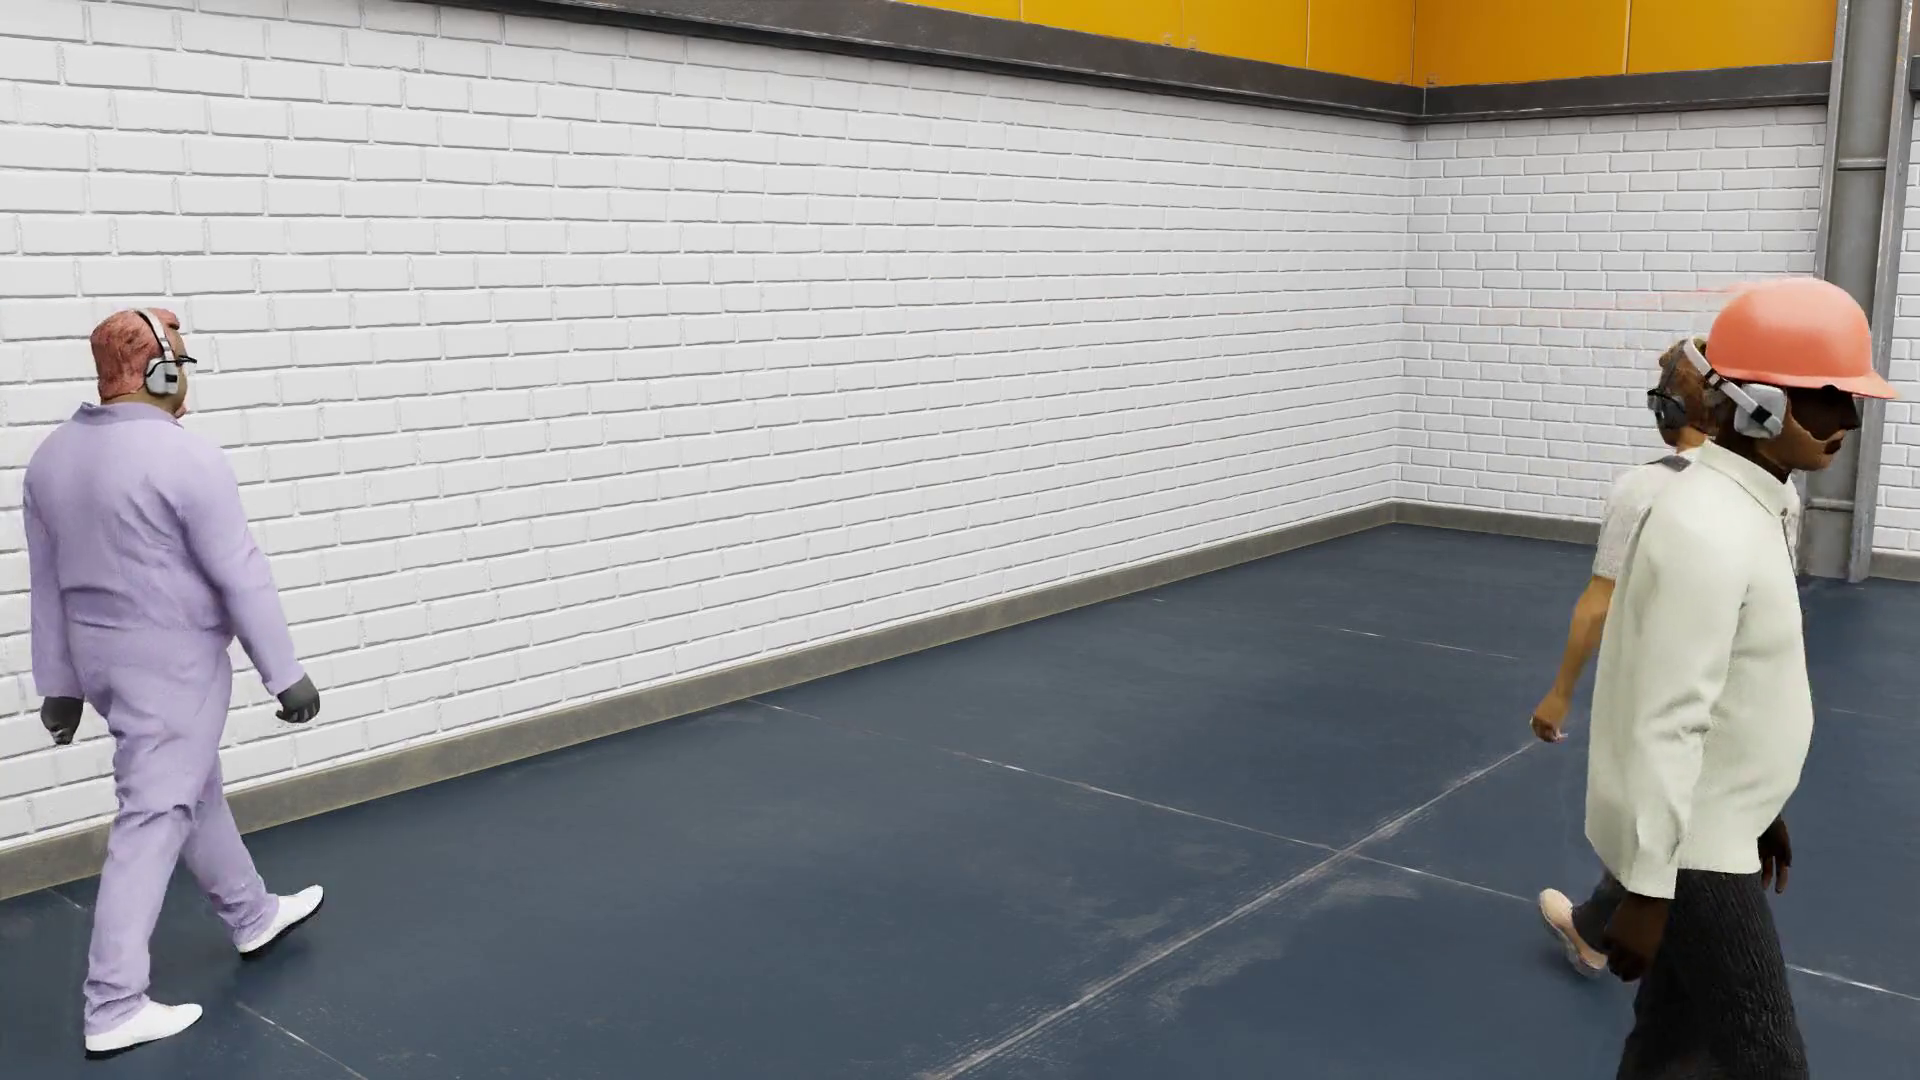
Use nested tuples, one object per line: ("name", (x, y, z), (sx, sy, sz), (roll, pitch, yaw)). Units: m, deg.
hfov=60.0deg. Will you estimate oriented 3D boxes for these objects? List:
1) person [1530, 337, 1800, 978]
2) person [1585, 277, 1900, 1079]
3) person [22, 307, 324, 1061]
("person", (1.772, 0.390, 4.236), (0.535, 1.793, 0.953), (-3, 11, -19))
("person", (1.341, 0.524, 2.979), (0.457, 1.973, 0.640), (4, 11, 22))
("person", (-1.998, 0.334, 4.385), (0.650, 1.867, 0.946), (6, 12, 30))
